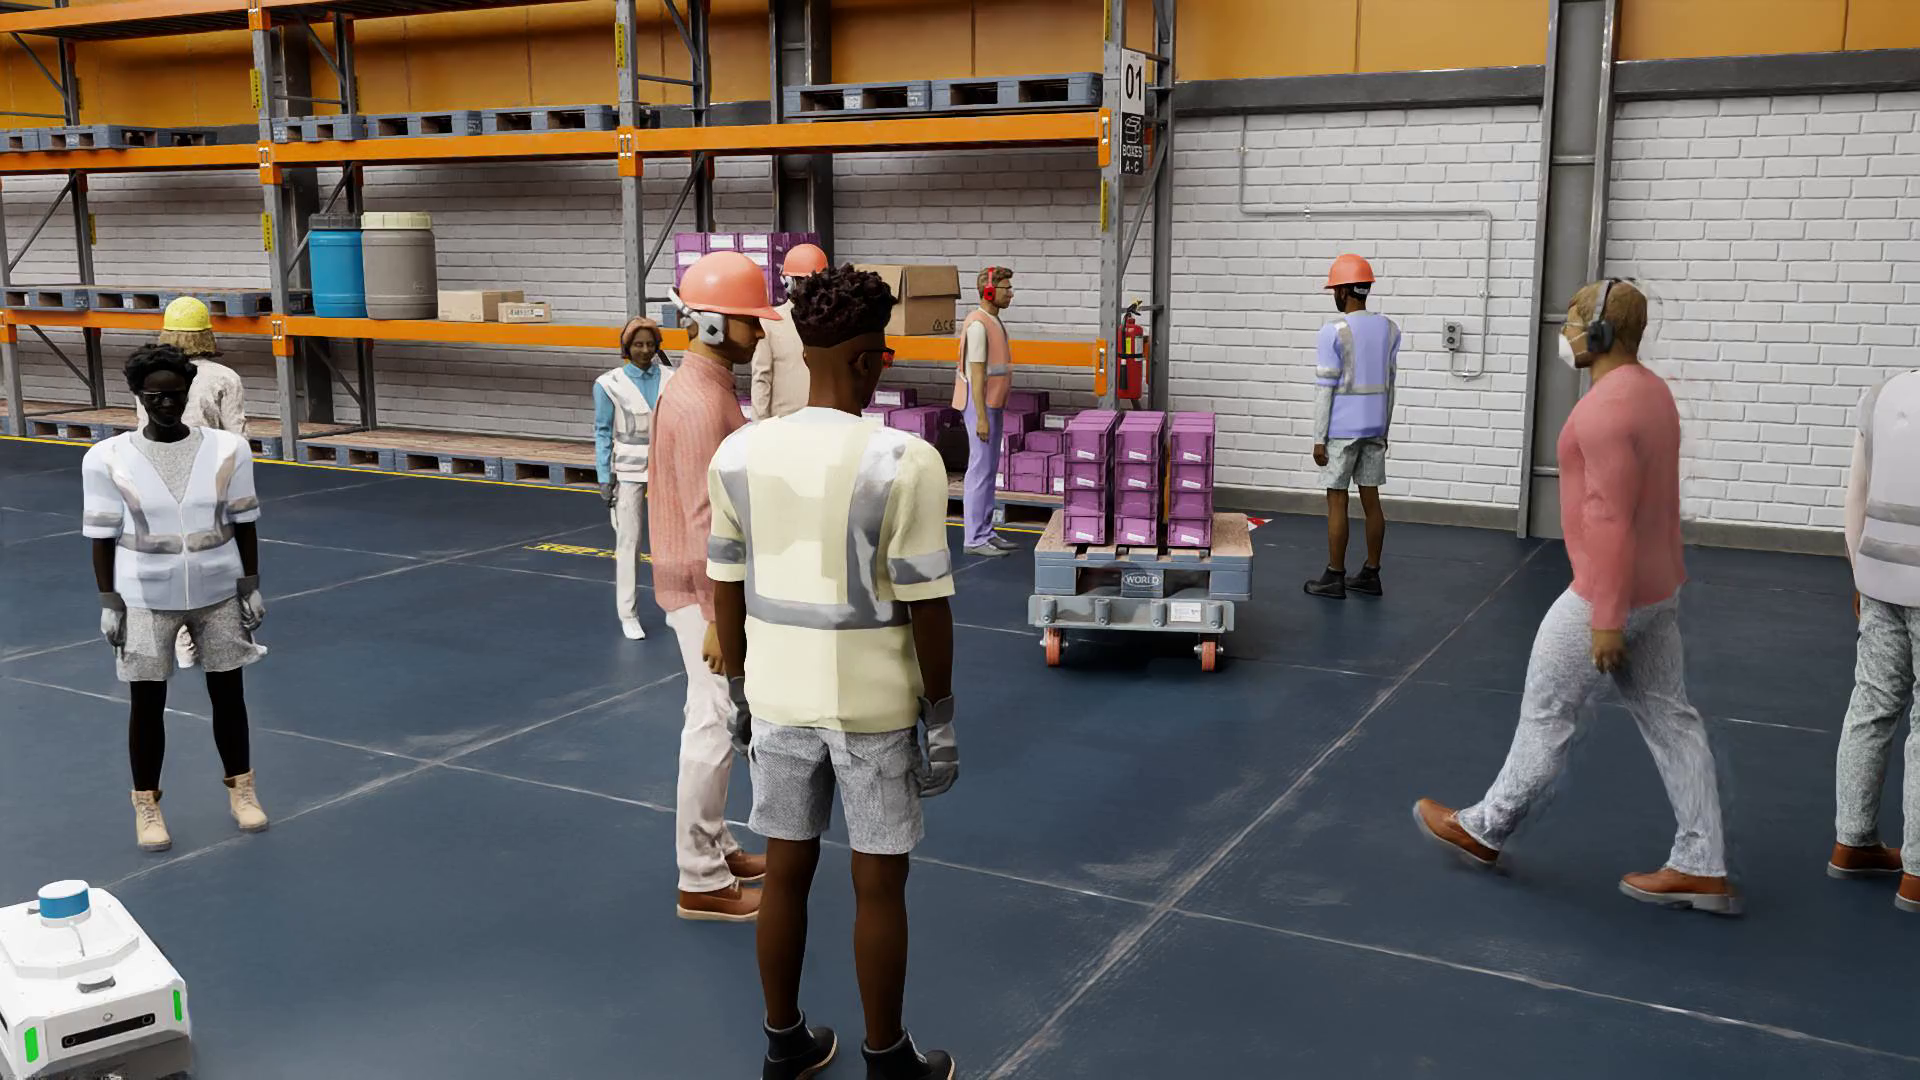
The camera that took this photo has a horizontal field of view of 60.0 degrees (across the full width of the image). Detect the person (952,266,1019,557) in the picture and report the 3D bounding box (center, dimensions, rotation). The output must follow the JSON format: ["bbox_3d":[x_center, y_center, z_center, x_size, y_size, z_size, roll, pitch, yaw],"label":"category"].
[{"bbox_3d":[0.161,-0.815,10.607,0.402,1.841,0.567,2,11,13],"label":"person"}]

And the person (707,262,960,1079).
[{"bbox_3d":[-0.276,0.358,3.815,0.613,1.963,0.361,5,11,26],"label":"person"}]

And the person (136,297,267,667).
[{"bbox_3d":[-3.583,-0.267,7.848,0.484,1.745,0.297,-2,10,-9],"label":"person"}]

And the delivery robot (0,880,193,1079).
[{"bbox_3d":[-2.023,1.021,3.795,0.477,0.478,0.707,-8,13,-39],"label":"delivery robot"}]

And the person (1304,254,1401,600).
[{"bbox_3d":[2.181,-0.627,9.326,0.543,1.929,0.386,-5,12,-26],"label":"person"}]

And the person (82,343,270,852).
[{"bbox_3d":[-2.588,0.188,5.519,0.537,1.688,0.322,-7,12,-34],"label":"person"}]

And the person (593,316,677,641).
[{"bbox_3d":[-1.592,-0.309,8.400,0.525,1.631,0.317,-7,12,-33],"label":"person"}]

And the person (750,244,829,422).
[{"bbox_3d":[-0.843,-0.596,9.003,0.615,1.988,0.398,-8,13,-37],"label":"person"}]

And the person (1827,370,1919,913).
[{"bbox_3d":[2.954,0.145,5.037,0.408,1.942,0.615,-2,11,-12],"label":"person"}]

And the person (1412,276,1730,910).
[{"bbox_3d":[1.934,0.161,5.080,0.994,1.892,0.656,8,13,38],"label":"person"}]

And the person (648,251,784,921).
[{"bbox_3d":[-0.712,0.147,4.940,0.406,1.981,0.624,-2,10,-9],"label":"person"}]
